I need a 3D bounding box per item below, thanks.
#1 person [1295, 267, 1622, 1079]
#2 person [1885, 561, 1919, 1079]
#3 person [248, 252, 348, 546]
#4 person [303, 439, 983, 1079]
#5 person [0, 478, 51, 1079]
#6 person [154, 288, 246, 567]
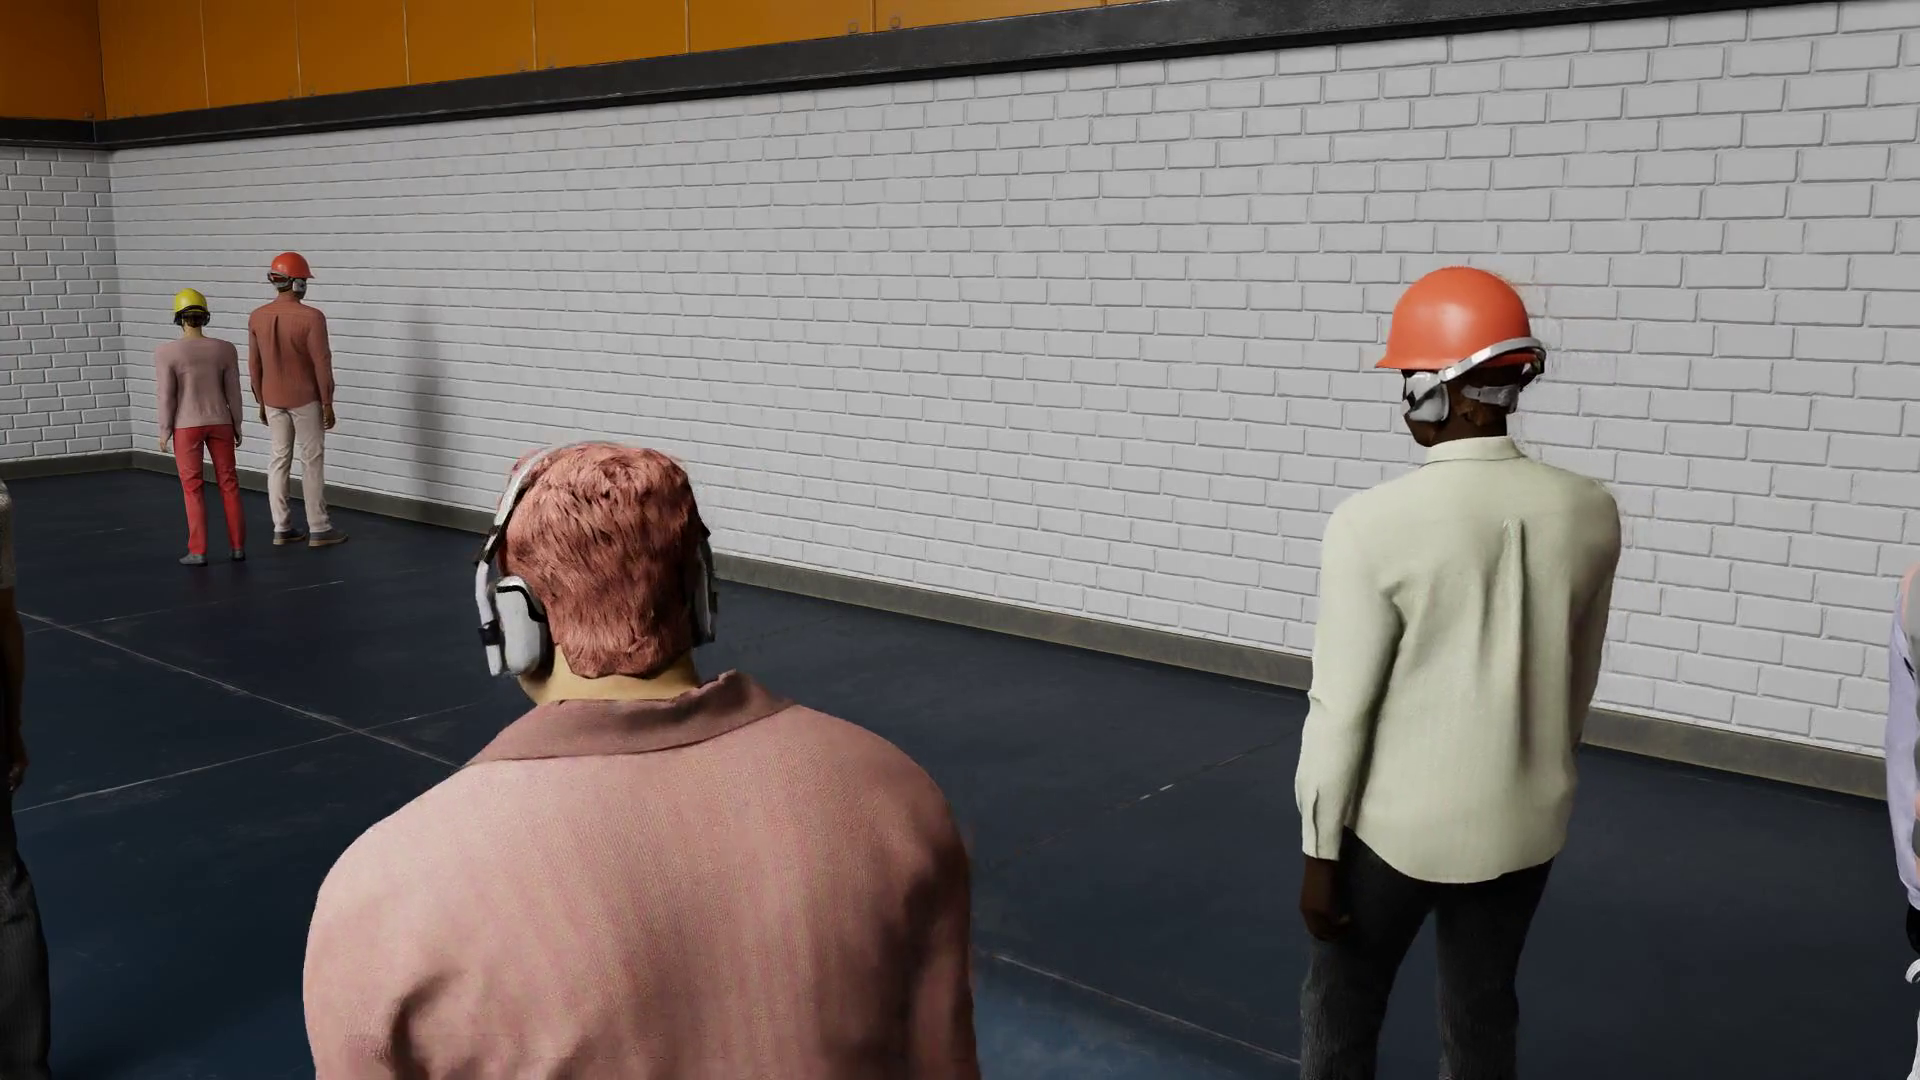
[{"bbox_3d":[0.882,0.505,3.067,0.637,1.989,0.461,-3,10,-16],"label":"person"},{"bbox_3d":[1.784,0.646,2.677,0.429,1.839,0.633,-2,10,-12],"label":"person"},{"bbox_3d":[-4.522,-0.953,11.338,0.614,1.993,0.395,3,10,16],"label":"person"},{"bbox_3d":[-0.236,0.834,1.591,0.670,1.855,0.943,-7,12,-34],"label":"person"},{"bbox_3d":[-2.307,0.469,3.673,0.345,1.845,0.506,5,11,28],"label":"person"},{"bbox_3d":[-4.860,-0.716,10.640,0.328,1.767,0.532,10,14,44],"label":"person"}]
